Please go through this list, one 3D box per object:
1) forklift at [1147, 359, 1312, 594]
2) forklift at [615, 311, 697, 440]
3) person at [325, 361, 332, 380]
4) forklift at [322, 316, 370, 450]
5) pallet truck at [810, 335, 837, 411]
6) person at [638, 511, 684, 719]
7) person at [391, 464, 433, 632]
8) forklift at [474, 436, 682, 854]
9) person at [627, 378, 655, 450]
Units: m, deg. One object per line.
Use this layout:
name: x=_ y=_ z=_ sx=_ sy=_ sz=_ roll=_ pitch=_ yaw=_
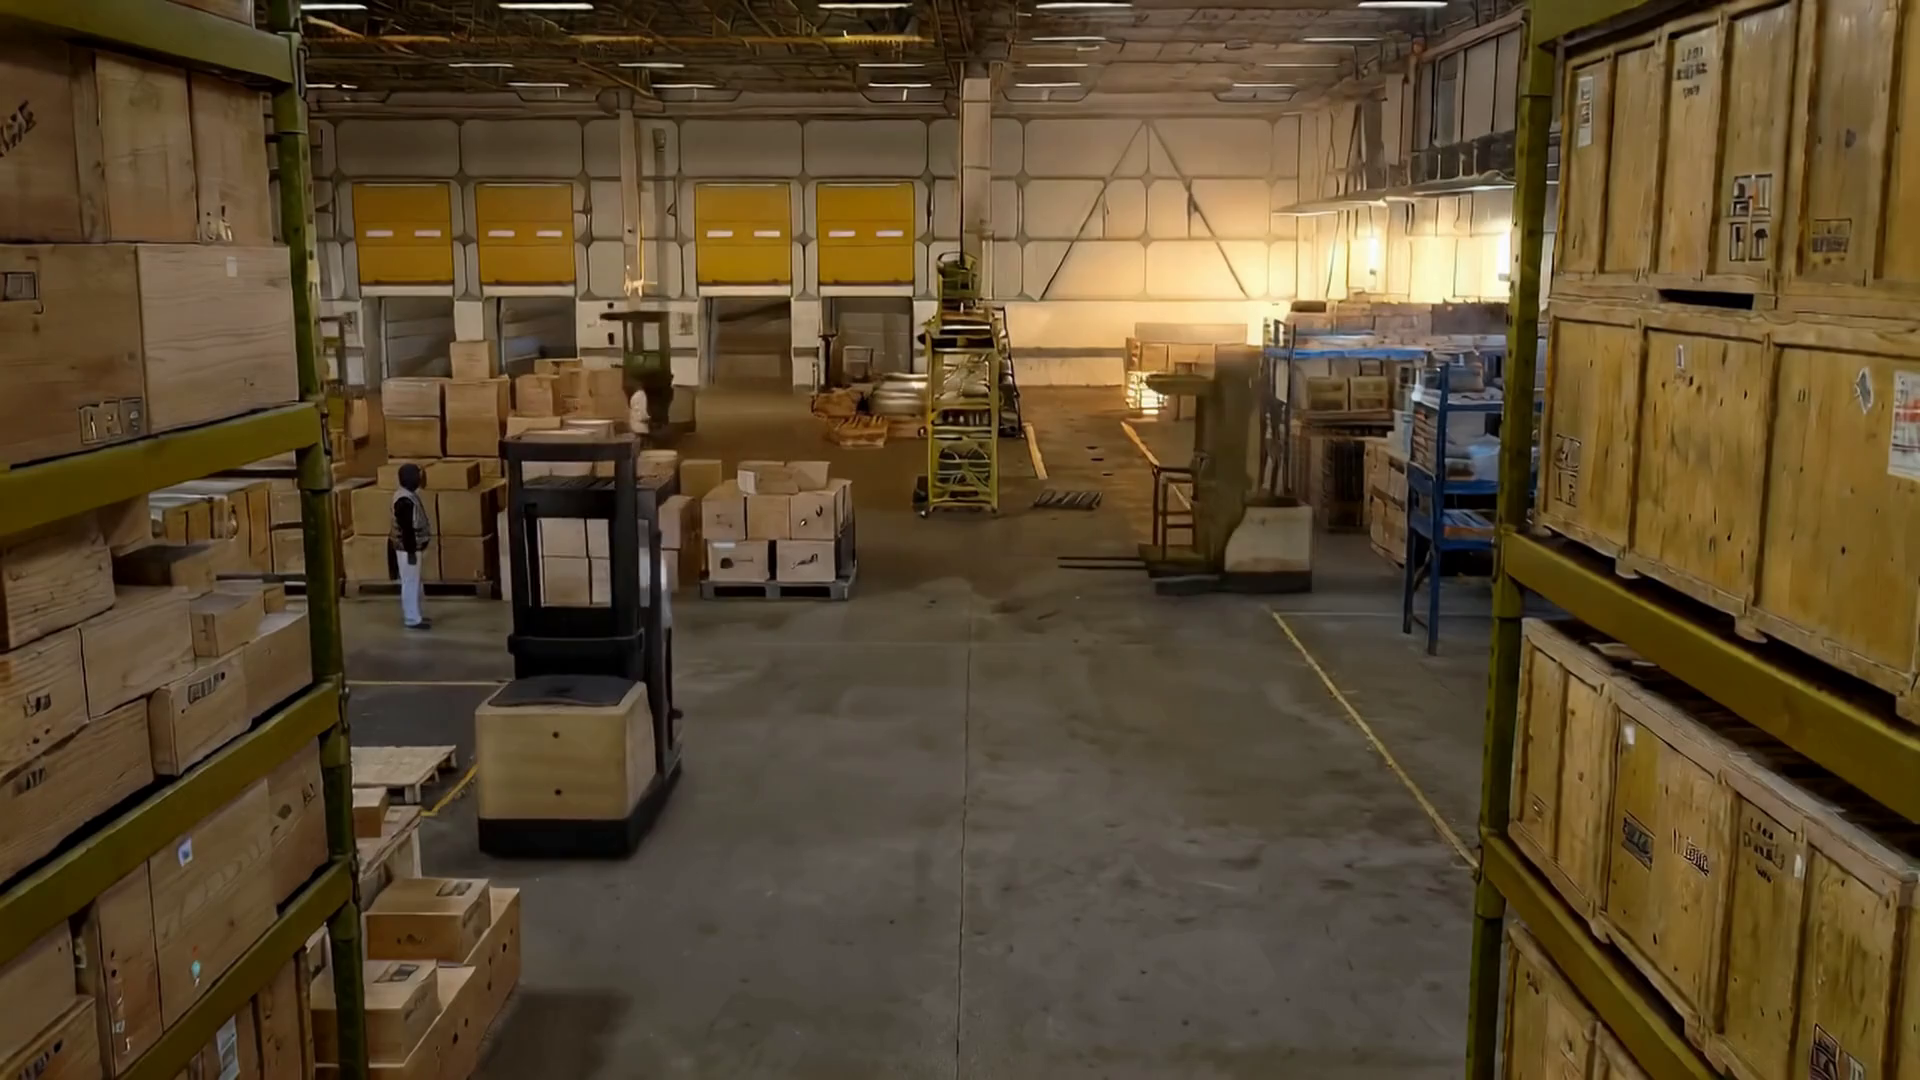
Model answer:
forklift: x=3.309 y=-0.802 z=20.328 sx=1.873 sy=2.768 sz=1.129 roll=0 pitch=10 yaw=1
forklift: x=-6.885 y=-3.733 z=37.240 sx=1.129 sy=2.768 sz=1.873 roll=5 pitch=11 yaw=29
person: x=-15.031 y=-3.580 z=39.070 sx=0.543 sy=1.939 sz=0.360 roll=-4 pitch=11 yaw=-21
forklift: x=-12.995 y=-3.188 z=34.094 sx=1.129 sy=2.768 sz=1.873 roll=0 pitch=10 yaw=-1
pallet truck: x=-3.021 y=-4.312 z=43.126 sx=1.885 sy=1.965 sz=0.823 roll=3 pitch=10 yaw=17
person: x=-2.798 y=0.639 z=14.800 sx=0.653 sy=1.912 sz=0.553 roll=3 pitch=10 yaw=17
person: x=-5.991 y=0.084 z=18.218 sx=0.429 sy=1.840 sz=0.636 roll=-3 pitch=10 yaw=-17
forklift: x=-2.755 y=0.647 z=11.970 sx=1.129 sy=2.768 sz=1.873 roll=0 pitch=10 yaw=1
person: x=-6.425 y=-2.411 z=33.156 sx=0.894 sy=1.647 sz=0.545 roll=1 pitch=10 yaw=8
